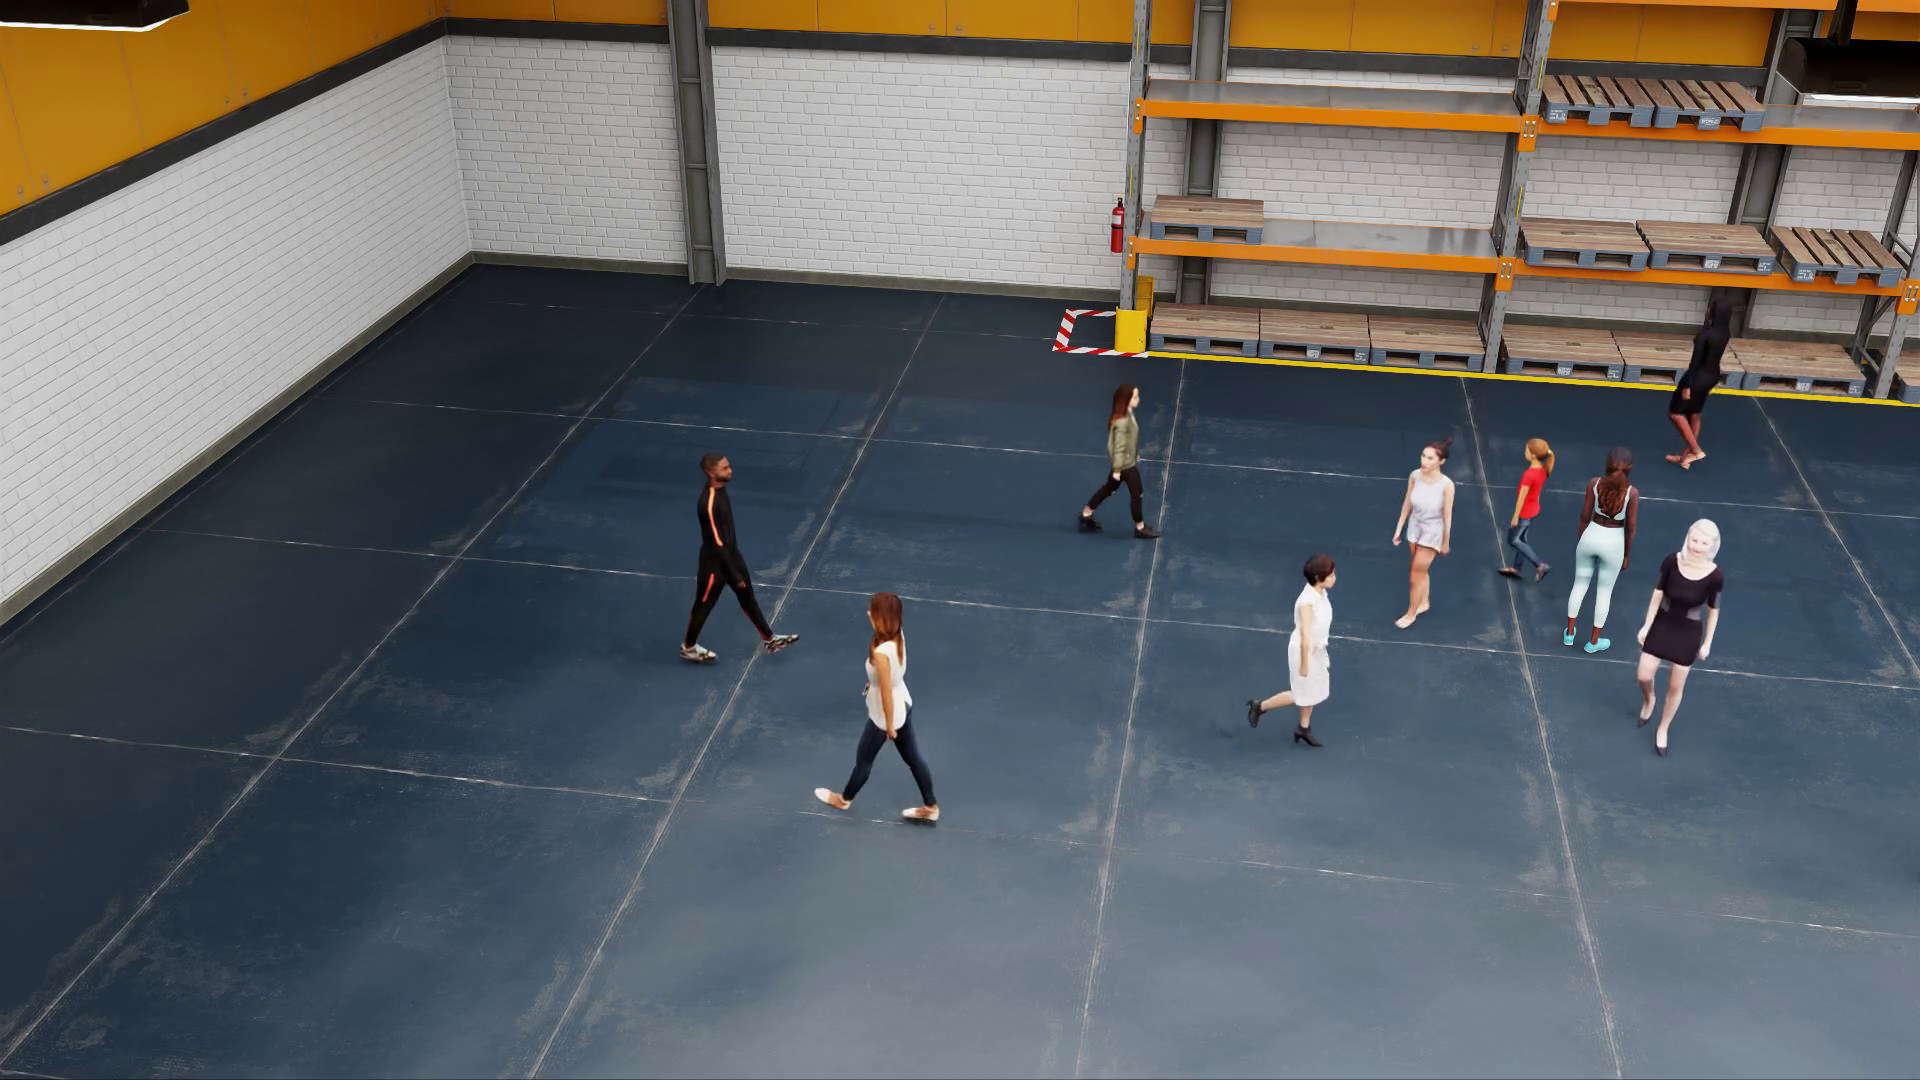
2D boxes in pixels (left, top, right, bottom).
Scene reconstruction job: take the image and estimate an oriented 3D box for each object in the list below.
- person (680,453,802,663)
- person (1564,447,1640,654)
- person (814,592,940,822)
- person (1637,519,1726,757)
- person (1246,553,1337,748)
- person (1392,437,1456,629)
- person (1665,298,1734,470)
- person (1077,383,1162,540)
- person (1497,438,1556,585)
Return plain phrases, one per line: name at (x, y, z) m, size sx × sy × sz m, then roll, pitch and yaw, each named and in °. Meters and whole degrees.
person at (-1.927, 0.177, 12.652) m, size 1.186 × 1.762 × 0.705 m, roll 2°, pitch 29°, yaw 4°
person at (4.973, 0.065, 12.899) m, size 0.602 × 1.722 × 0.709 m, roll 20°, pitch 34°, yaw 32°
person at (-0.366, 1.142, 10.906) m, size 1.097 × 1.739 × 0.665 m, roll 8°, pitch 30°, yaw 14°
person at (5.047, 0.642, 11.734) m, size 0.693 × 1.825 × 0.790 m, roll 13°, pitch 31°, yaw 23°
person at (2.375, 0.793, 11.760) m, size 0.858 × 1.535 × 0.682 m, roll 13°, pitch 31°, yaw 22°
person at (3.787, -0.080, 13.302) m, size 0.826 × 1.590 × 0.763 m, roll -17°, pitch 33°, yaw -28°
person at (7.032, -1.435, 15.657) m, size 0.789 × 1.713 × 0.850 m, roll -18°, pitch 33°, yaw -30°
person at (1.354, -0.687, 14.570) m, size 0.969 × 1.442 × 0.606 m, roll 4°, pitch 29°, yaw 6°
person at (4.778, -0.210, 13.846) m, size 0.774 × 1.297 × 0.665 m, roll 22°, pitch 35°, yaw 34°
